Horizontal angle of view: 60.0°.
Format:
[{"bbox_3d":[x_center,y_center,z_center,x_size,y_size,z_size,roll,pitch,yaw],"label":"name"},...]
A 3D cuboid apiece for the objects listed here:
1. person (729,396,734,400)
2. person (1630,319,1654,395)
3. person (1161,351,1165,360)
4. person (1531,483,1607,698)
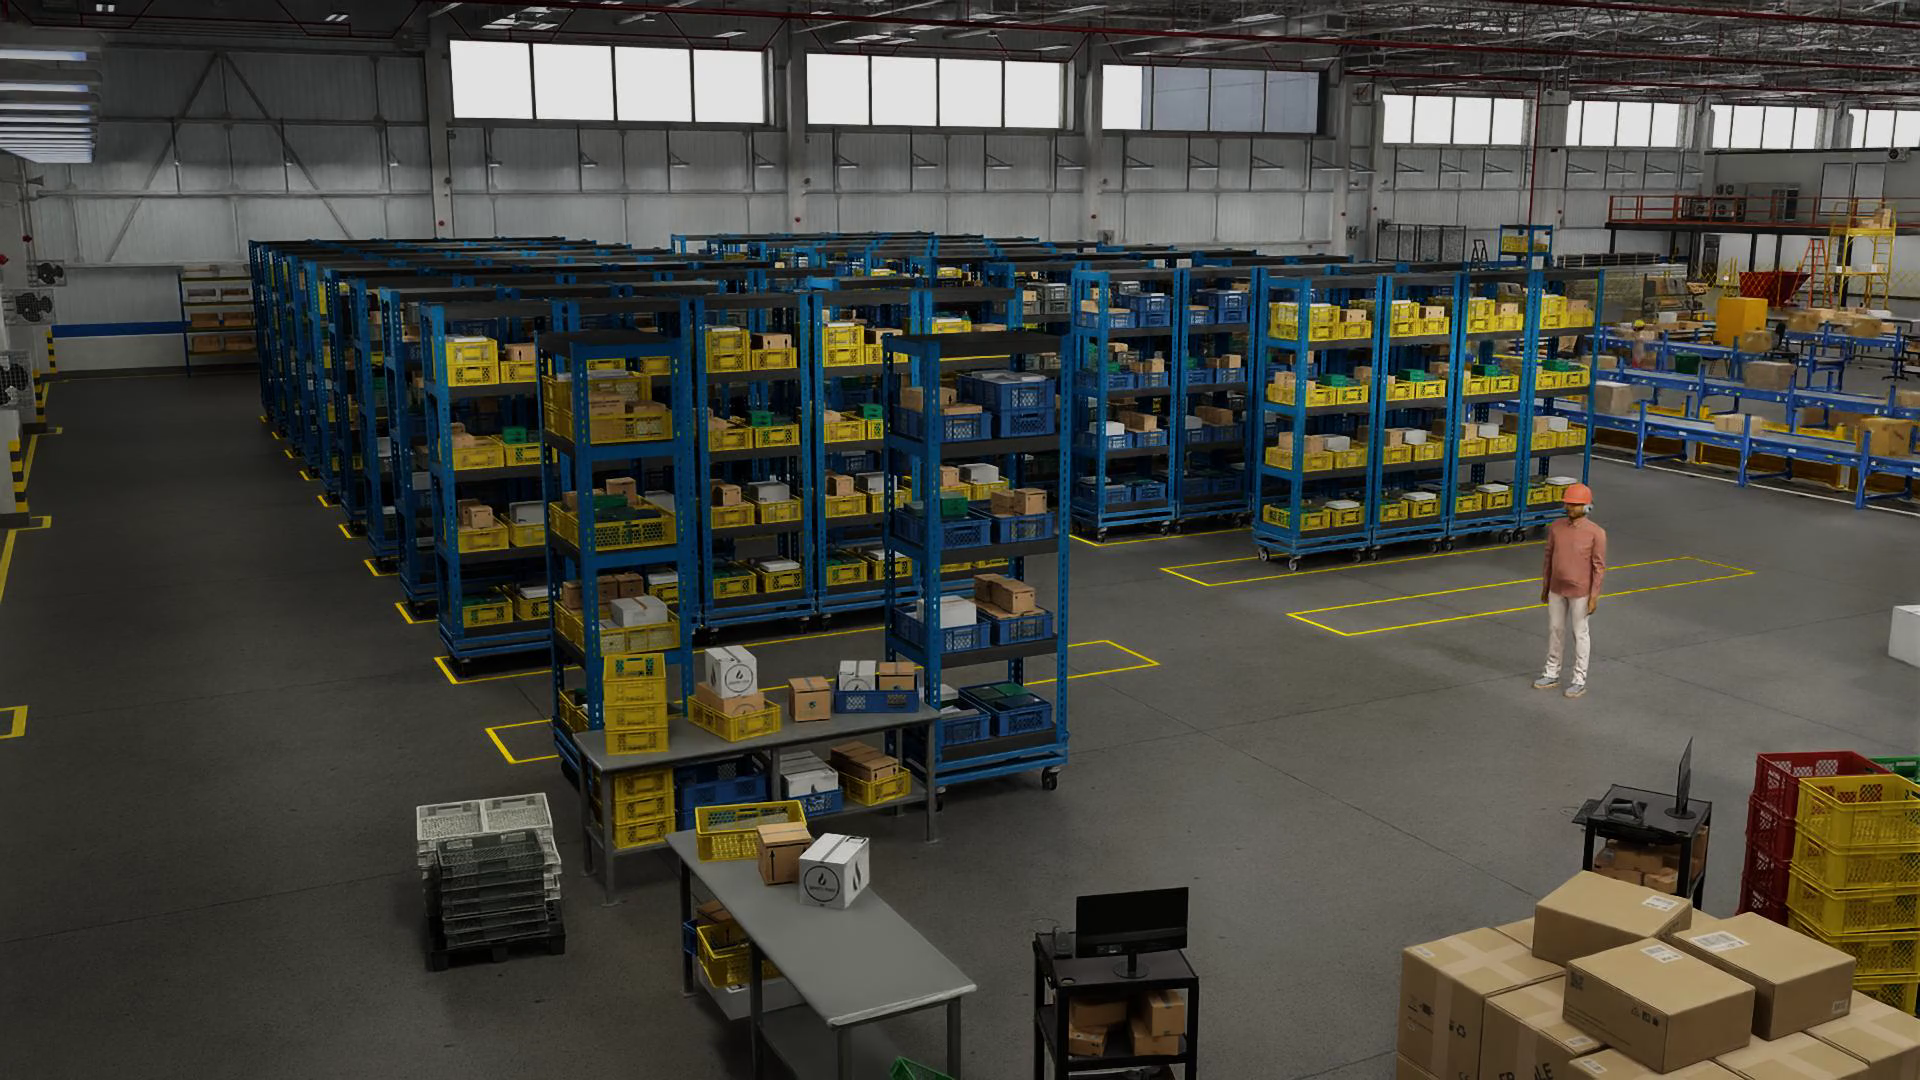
[{"bbox_3d":[-3.630,-1.850,26.672,0.582,1.818,0.642,-9,15,-35],"label":"person"},{"bbox_3d":[15.238,-4.072,37.223,0.718,1.743,0.529,7,14,29],"label":"person"},{"bbox_3d":[5.240,-5.151,42.131,0.627,1.801,0.805,1,12,6],"label":"person"},{"bbox_3d":[5.673,0.456,15.457,0.373,1.997,0.615,-9,15,-35],"label":"person"}]
